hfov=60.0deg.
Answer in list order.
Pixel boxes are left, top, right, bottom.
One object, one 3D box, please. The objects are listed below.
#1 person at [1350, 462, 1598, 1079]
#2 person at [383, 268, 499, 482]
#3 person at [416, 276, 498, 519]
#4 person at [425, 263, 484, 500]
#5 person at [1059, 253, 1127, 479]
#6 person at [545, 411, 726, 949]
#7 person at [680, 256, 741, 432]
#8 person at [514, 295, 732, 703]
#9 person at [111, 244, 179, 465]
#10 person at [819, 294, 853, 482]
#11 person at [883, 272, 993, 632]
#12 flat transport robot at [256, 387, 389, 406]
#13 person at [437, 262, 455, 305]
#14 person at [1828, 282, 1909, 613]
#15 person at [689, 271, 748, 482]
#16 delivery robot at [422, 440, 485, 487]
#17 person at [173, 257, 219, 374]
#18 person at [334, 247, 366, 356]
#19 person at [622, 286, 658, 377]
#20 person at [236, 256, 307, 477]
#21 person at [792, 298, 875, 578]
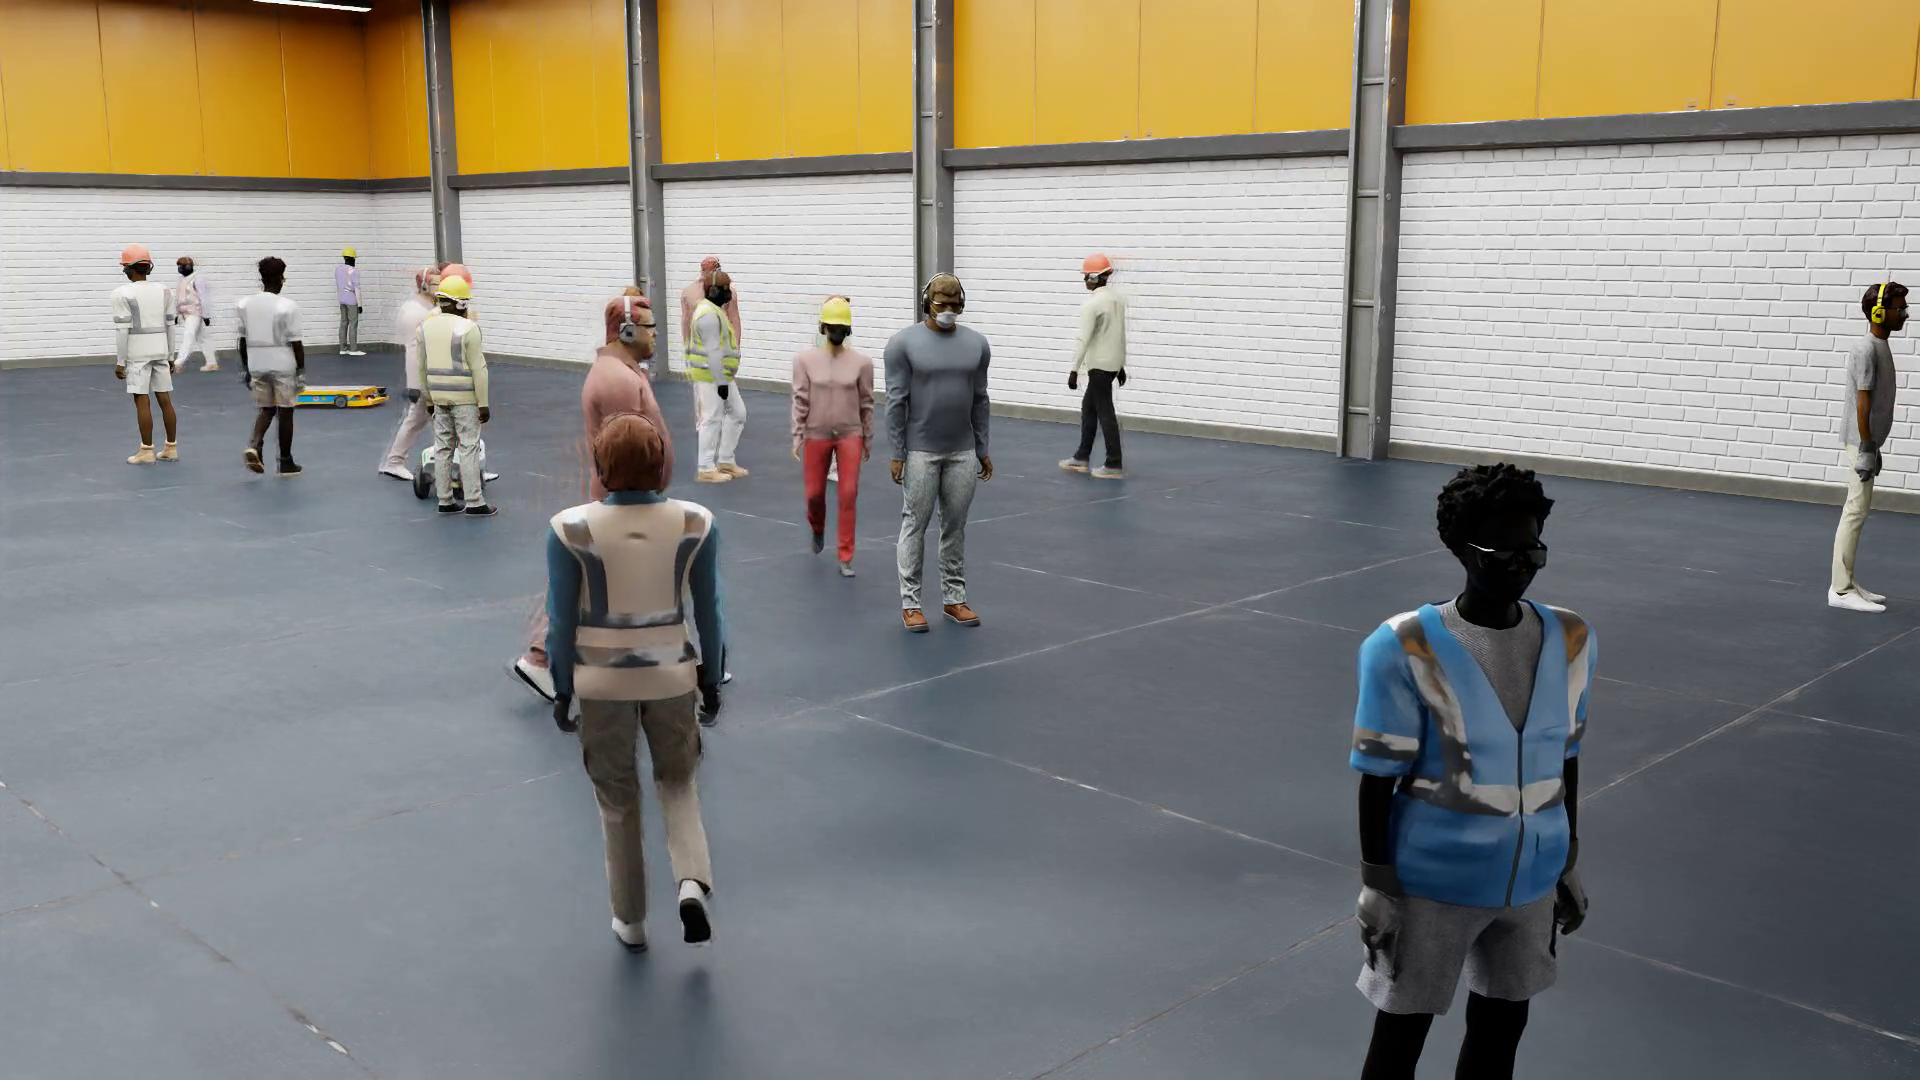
[{"bbox_3d":[1.033,0.682,3.365,0.540,1.695,0.317,-3,11,-16],"label":"person"},{"bbox_3d":[-4.560,-1.409,14.354,1.027,1.858,0.654,-1,10,-3],"label":"person"},{"bbox_3d":[-3.793,-1.074,12.573,0.602,1.828,0.404,5,11,25],"label":"person"},{"bbox_3d":[-4.102,-1.276,13.450,0.559,1.911,0.564,5,11,25],"label":"person"},{"bbox_3d":[1.121,-1.532,14.688,0.837,1.964,0.654,6,12,30],"label":"person"},{"bbox_3d":[-0.937,0.443,4.873,0.517,1.626,0.430,-4,11,-22],"label":"person"},{"bbox_3d":[-2.678,-2.112,18.030,0.651,1.906,0.403,2,11,8],"label":"person"},{"bbox_3d":[-1.587,-0.185,7.637,0.942,1.869,0.647,-1,10,-7],"label":"person"},{"bbox_3d":[-7.598,-1.716,15.497,0.372,2.044,0.608,5,12,27],"label":"person"},{"bbox_3d":[-1.043,-1.302,14.368,0.383,1.623,0.527,4,11,19],"label":"person"},{"bbox_3d":[-0.107,-0.475,9.029,0.627,1.934,0.371,-5,12,-26],"label":"person"},{"bbox_3d":[-7.964,-1.801,20.793,1.431,0.197,0.652,0,10,-2],"label":"flat transport robot"},{"bbox_3d":[-6.315,-2.489,20.371,0.643,1.813,0.459,8,13,36],"label":"person"},{"bbox_3d":[5.210,-0.532,9.516,0.329,1.872,0.508,6,12,30],"label":"person"},{"bbox_3d":[-2.036,-1.398,14.366,0.584,1.821,0.653,-1,10,-3],"label":"person"},{"bbox_3d":[-4.164,-0.688,13.693,0.477,0.478,0.707,0,10,-1],"label":"delivery robot"},{"bbox_3d":[-12.032,-3.495,25.883,0.656,1.788,0.964,8,13,38],"label":"person"},{"bbox_3d":[-10.853,-4.243,29.624,0.580,1.918,0.399,6,12,29],"label":"person"},{"bbox_3d":[-3.336,-1.792,17.059,0.516,1.617,0.344,-8,13,-37],"label":"person"},{"bbox_3d":[-6.048,-1.508,14.603,0.639,1.954,0.503,2,11,11],"label":"person"},{"bbox_3d":[-0.801,-0.665,10.557,0.535,1.747,0.586,-1,10,-6],"label":"person"}]
